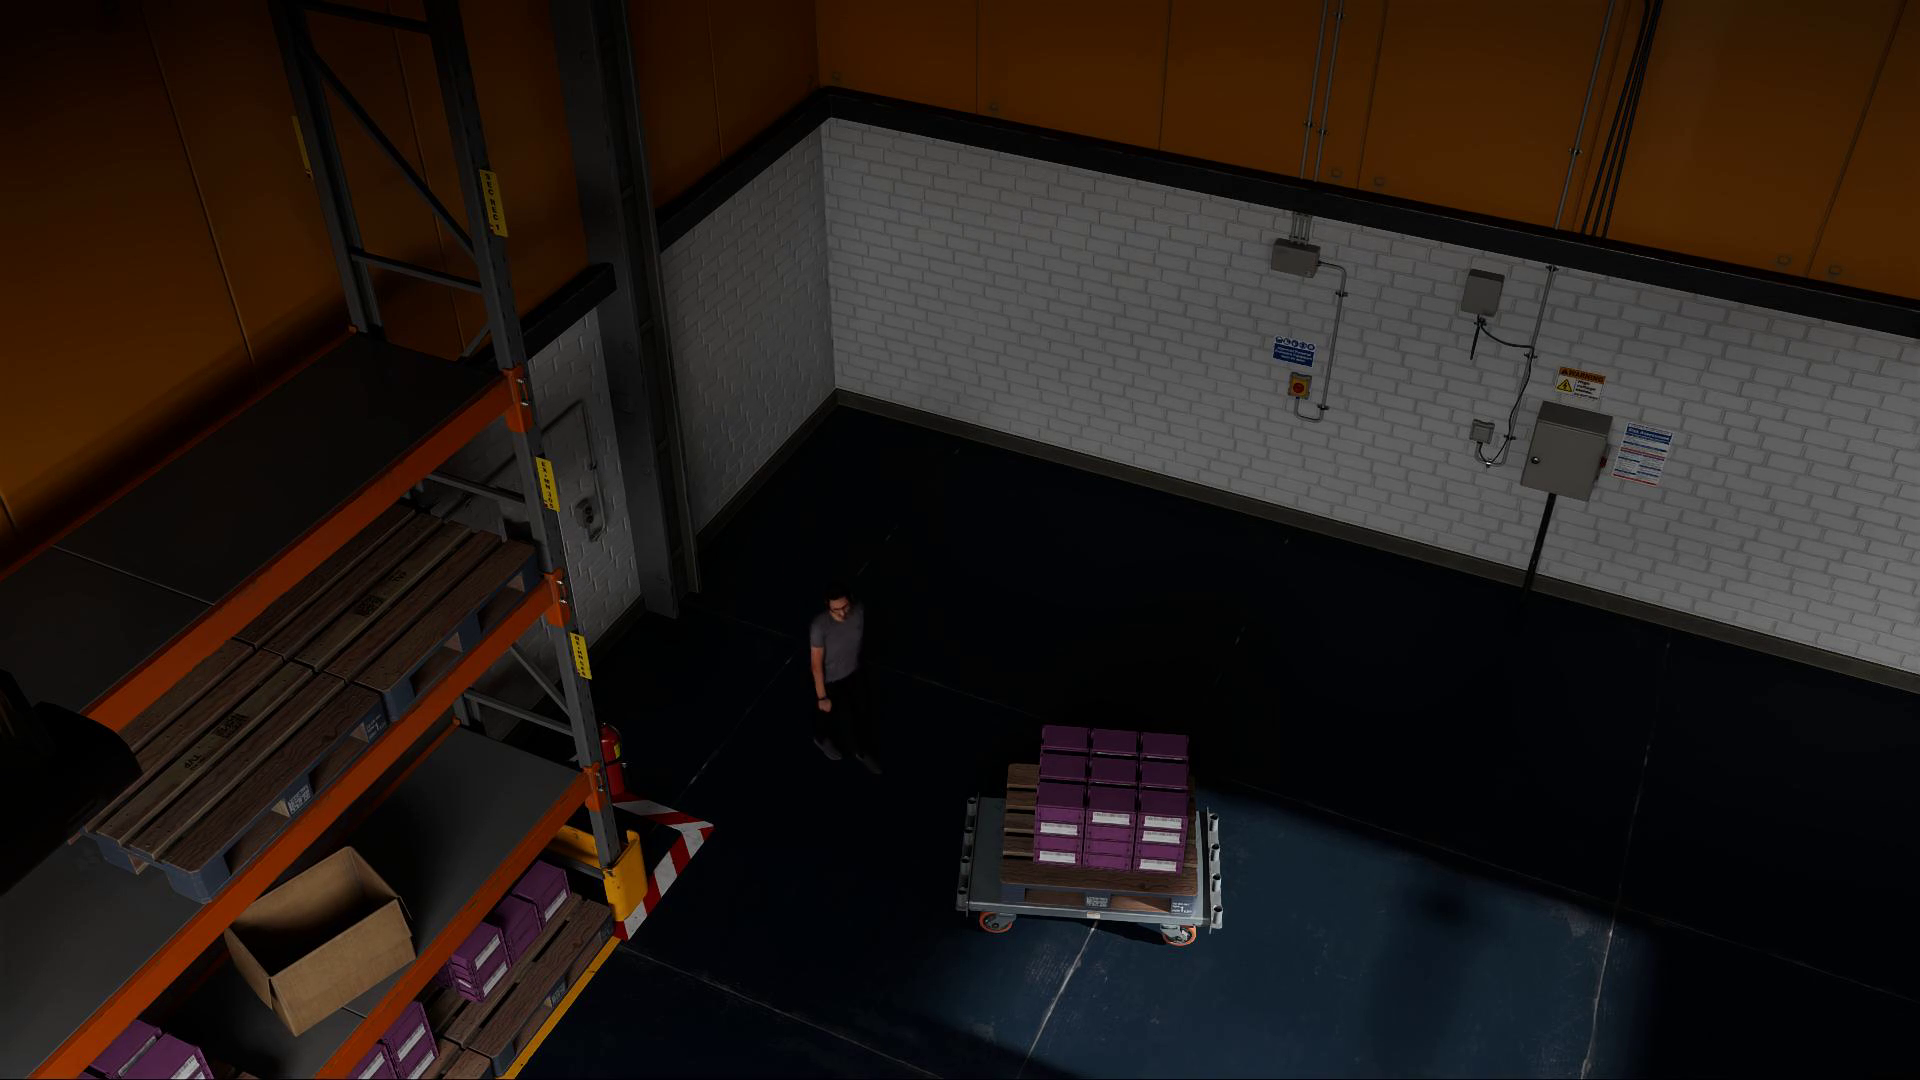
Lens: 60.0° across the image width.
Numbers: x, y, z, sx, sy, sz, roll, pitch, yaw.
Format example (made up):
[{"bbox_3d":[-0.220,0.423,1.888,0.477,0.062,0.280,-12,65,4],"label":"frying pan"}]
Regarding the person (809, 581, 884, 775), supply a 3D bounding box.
[{"bbox_3d":[-0.854,0.846,11.253,0.904,1.723,0.901,32,48,33],"label":"person"}]
